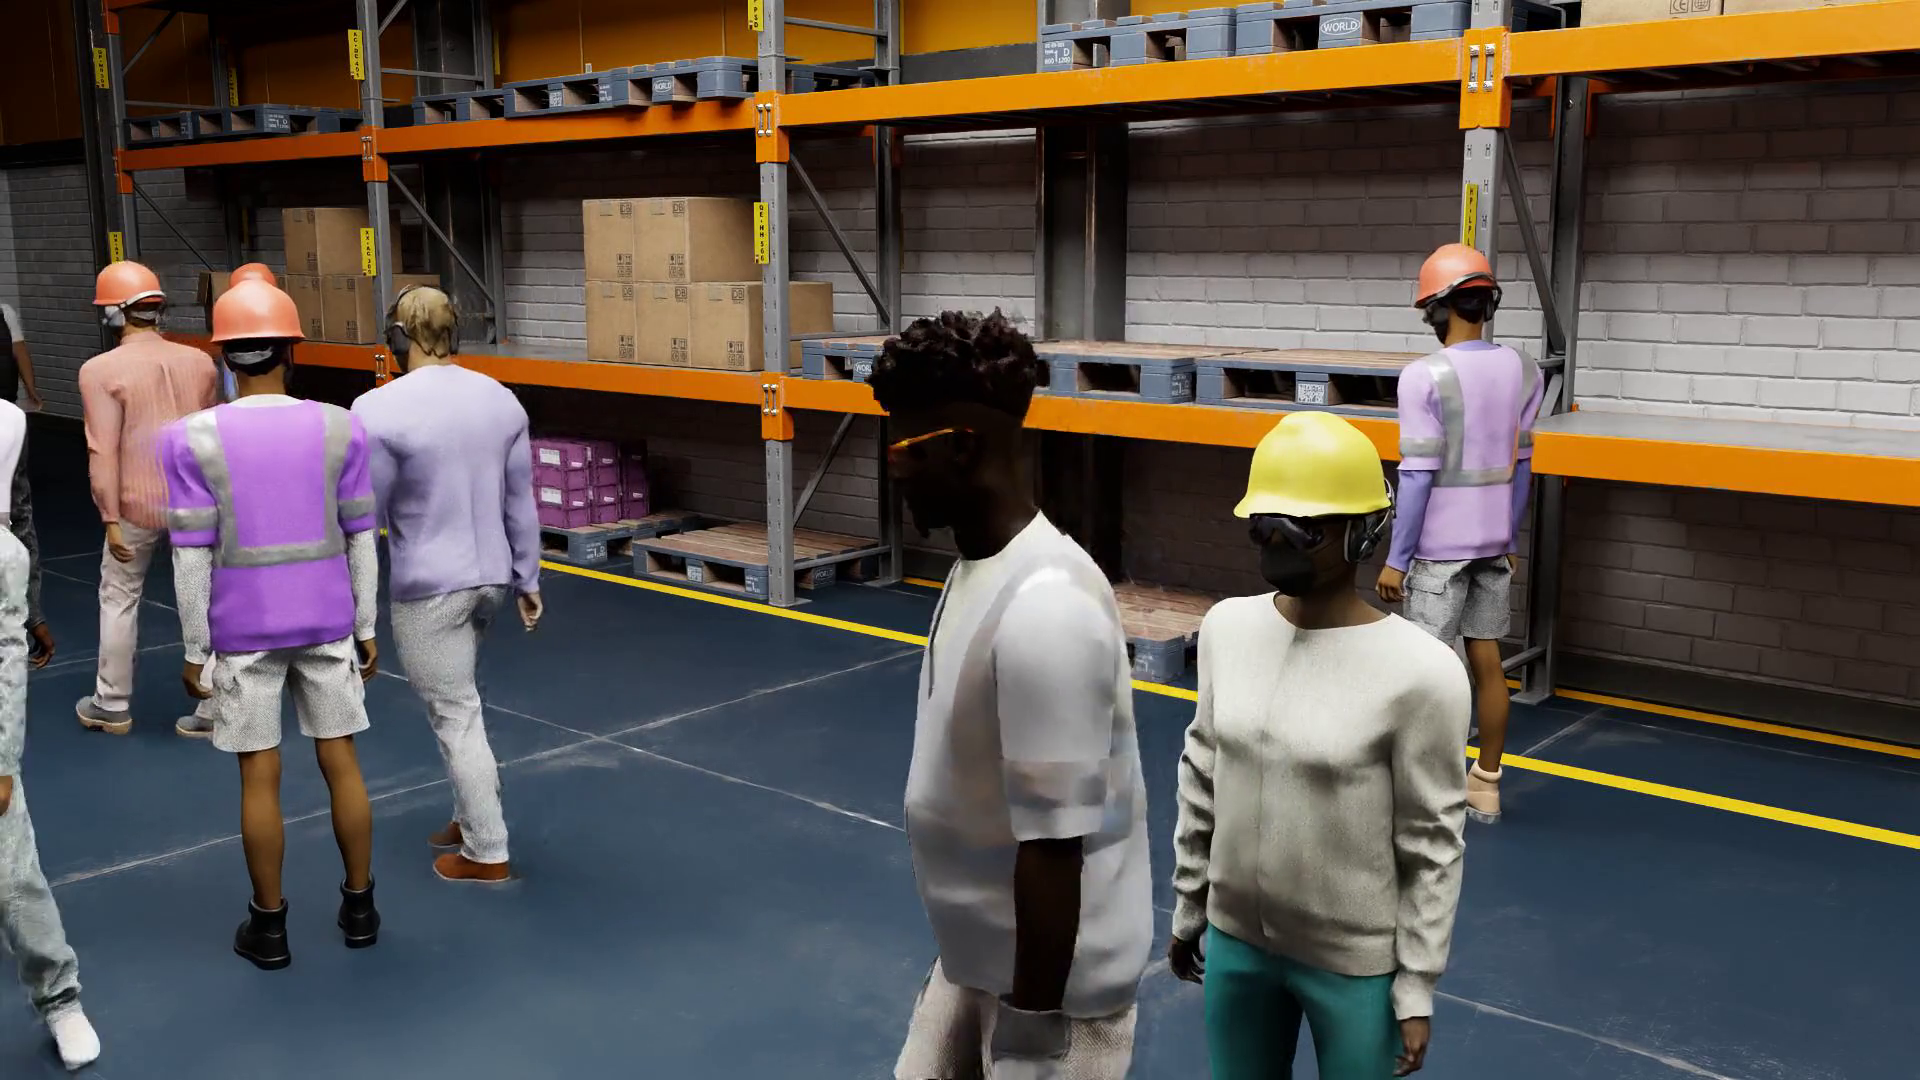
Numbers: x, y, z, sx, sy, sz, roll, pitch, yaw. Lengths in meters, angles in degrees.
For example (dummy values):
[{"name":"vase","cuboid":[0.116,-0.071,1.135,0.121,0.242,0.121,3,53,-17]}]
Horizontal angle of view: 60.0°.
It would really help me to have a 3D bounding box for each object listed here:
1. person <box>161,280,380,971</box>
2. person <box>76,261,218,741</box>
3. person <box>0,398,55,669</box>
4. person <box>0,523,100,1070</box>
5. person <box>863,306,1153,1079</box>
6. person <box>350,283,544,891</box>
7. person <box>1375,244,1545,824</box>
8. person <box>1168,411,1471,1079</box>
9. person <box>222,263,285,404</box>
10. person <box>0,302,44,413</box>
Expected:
[{"name":"person","cuboid":[-1.927,0.242,4.707,0.548,1.934,0.376,-6,12,-32]},{"name":"person","cuboid":[-3.360,-0.155,6.877,0.882,1.957,0.632,7,12,34]},{"name":"person","cuboid":[-2.976,0.229,4.828,0.370,1.916,0.597,9,13,41]},{"name":"person","cuboid":[-2.425,0.487,4.007,0.603,1.700,0.359,2,10,11]},{"name":"person","cuboid":[0.098,0.620,2.564,0.447,1.939,0.651,-2,10,-12]},{"name":"person","cuboid":[-1.664,0.159,5.258,0.614,1.913,0.622,5,11,27]},{"name":"person","cuboid":[1.696,0.008,5.758,0.605,2.034,0.392,-5,11,-29]},{"name":"person","cuboid":[0.563,0.669,2.752,0.524,1.770,0.315,10,14,44]},{"name":"person","cuboid":[-3.953,-0.591,9.435,0.357,1.936,0.551,-6,12,-32]},{"name":"person","cuboid":[-7.038,-1.090,11.986,1.005,2.000,0.695,6,12,33]}]
